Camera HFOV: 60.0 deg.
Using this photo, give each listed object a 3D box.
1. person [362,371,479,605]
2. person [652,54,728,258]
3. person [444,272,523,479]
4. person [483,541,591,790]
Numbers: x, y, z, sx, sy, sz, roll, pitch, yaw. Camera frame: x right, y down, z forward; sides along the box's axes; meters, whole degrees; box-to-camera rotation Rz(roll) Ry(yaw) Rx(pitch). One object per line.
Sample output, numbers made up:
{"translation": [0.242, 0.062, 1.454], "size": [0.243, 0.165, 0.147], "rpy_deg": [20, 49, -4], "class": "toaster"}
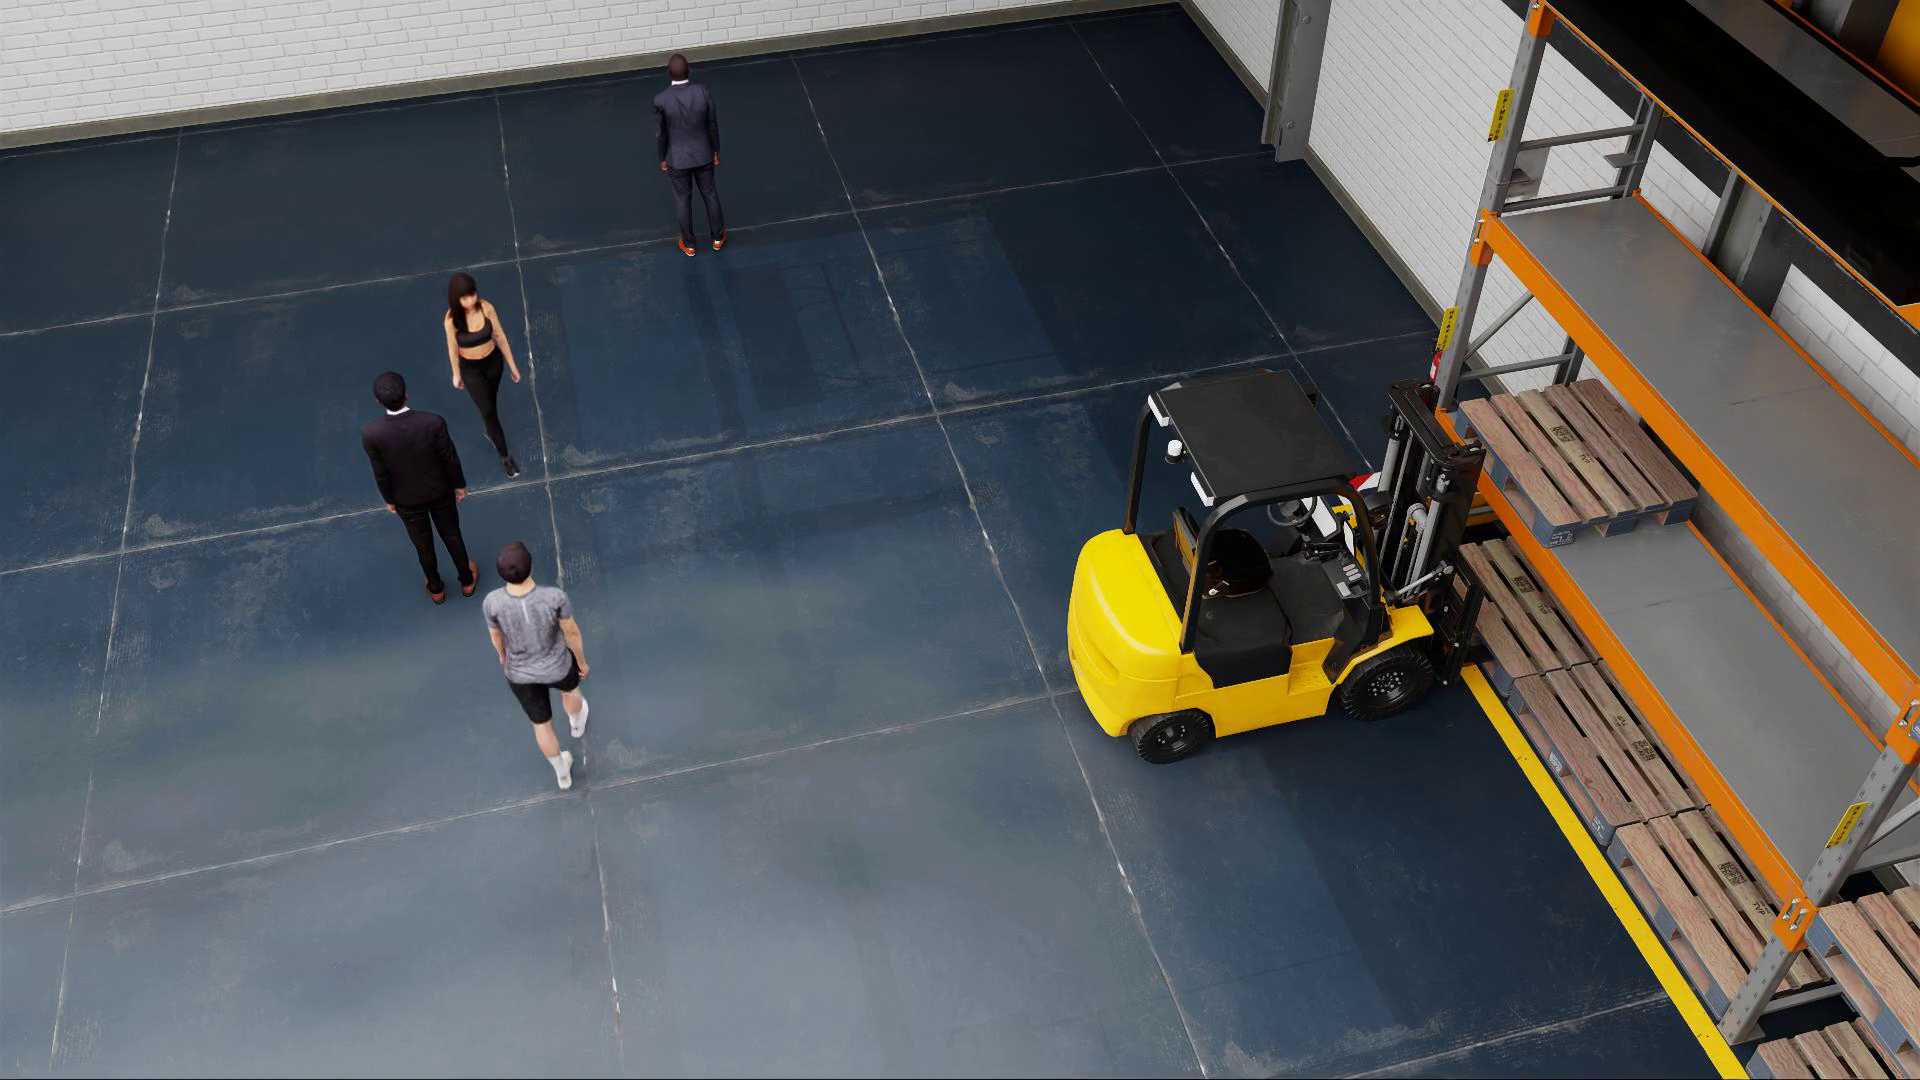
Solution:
{"translation": [-3.538, -0.332, 10.924], "size": [0.704, 1.884, 0.575], "rpy_deg": [-14, 45, -15], "class": "person"}
{"translation": [-2.275, -3.239, 14.020], "size": [0.676, 1.824, 0.576], "rpy_deg": [-11, 45, -12], "class": "person"}
{"translation": [-3.526, -1.305, 12.136], "size": [0.809, 1.622, 1.011], "rpy_deg": [-28, 50, -26], "class": "person"}
{"translation": [-2.465, 0.801, 9.757], "size": [0.718, 1.853, 0.928], "rpy_deg": [-7, 44, -8], "class": "person"}
